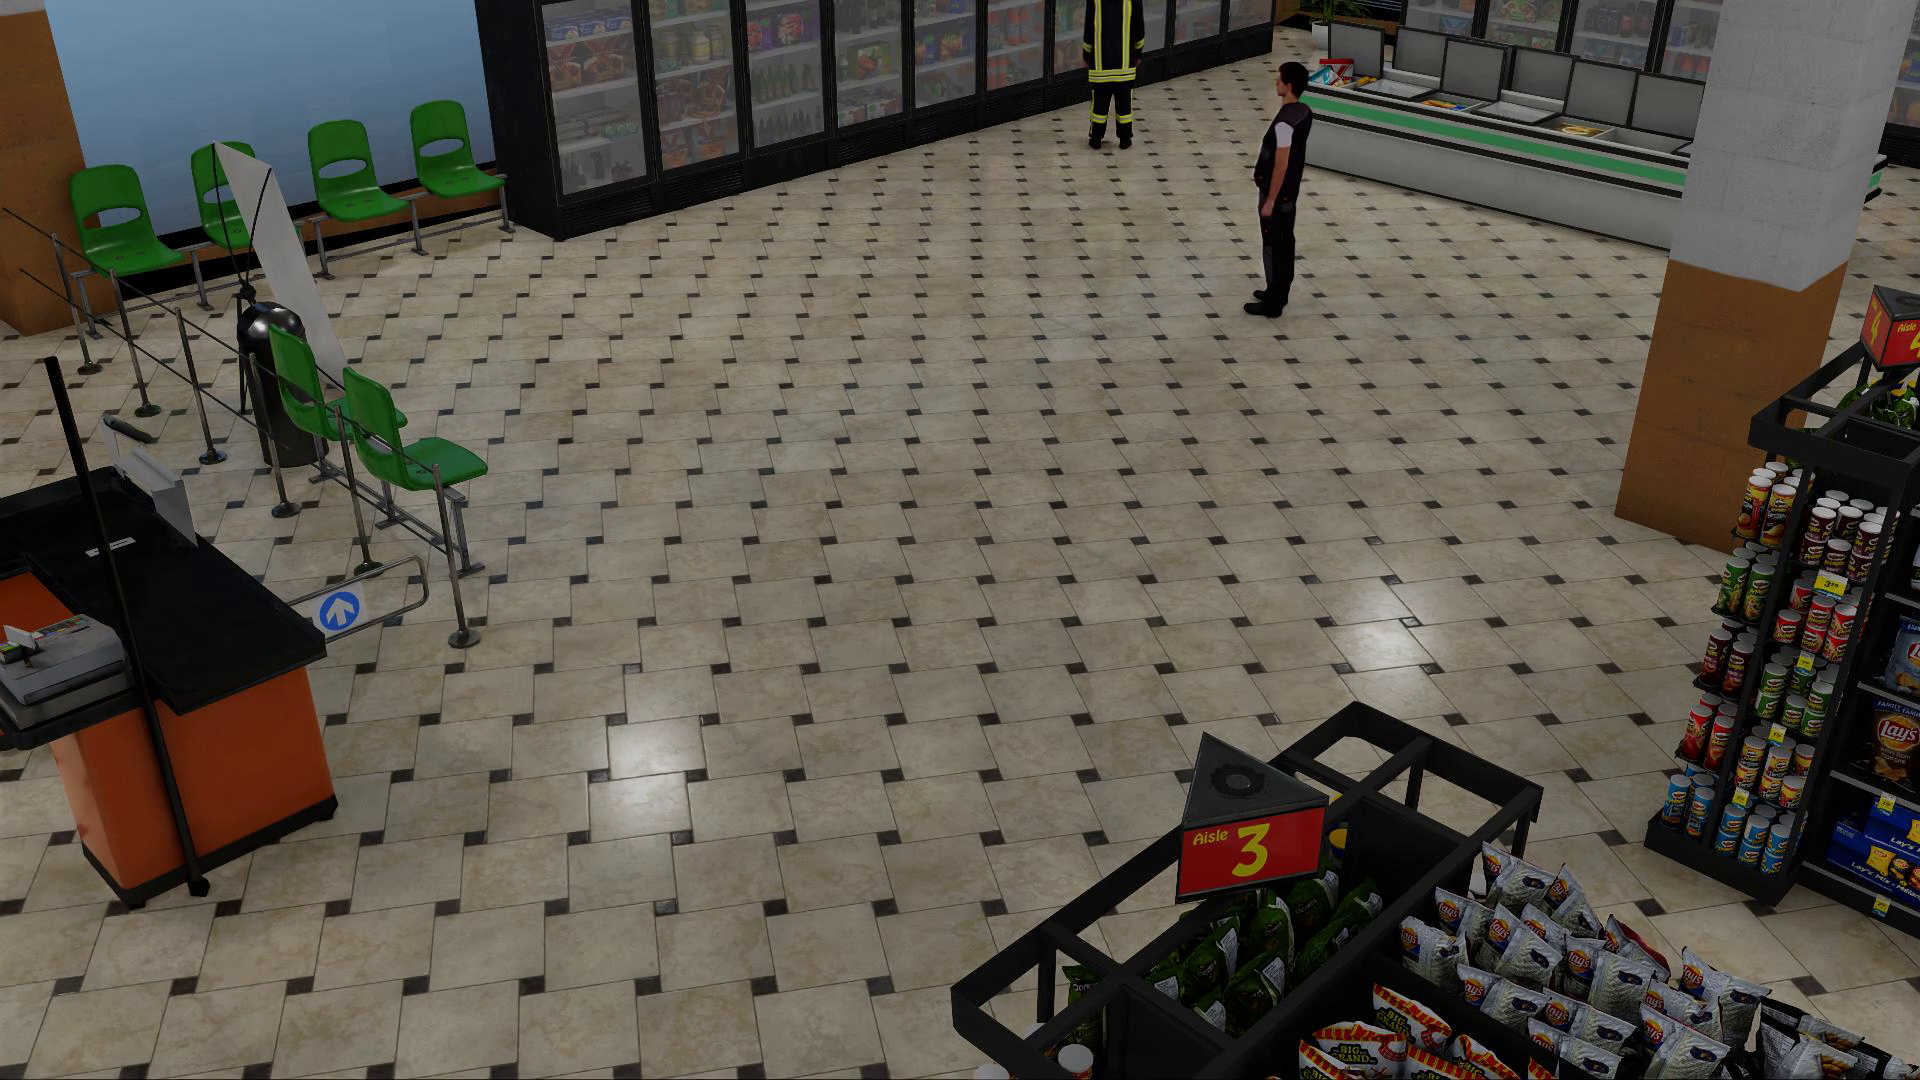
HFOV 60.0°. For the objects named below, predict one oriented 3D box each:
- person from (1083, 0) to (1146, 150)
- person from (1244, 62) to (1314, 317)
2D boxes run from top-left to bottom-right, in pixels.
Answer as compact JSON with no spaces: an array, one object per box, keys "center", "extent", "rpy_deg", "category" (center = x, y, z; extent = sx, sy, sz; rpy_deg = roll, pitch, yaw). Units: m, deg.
[{"center":[1.481,-4.762,16.217],"extent":[0.874,1.866,0.943],"rpy_deg":[1,29,2],"category":"person"},{"center":[2.370,-2.576,12.230],"extent":[0.702,1.849,0.727],"rpy_deg":[12,31,21],"category":"person"}]
